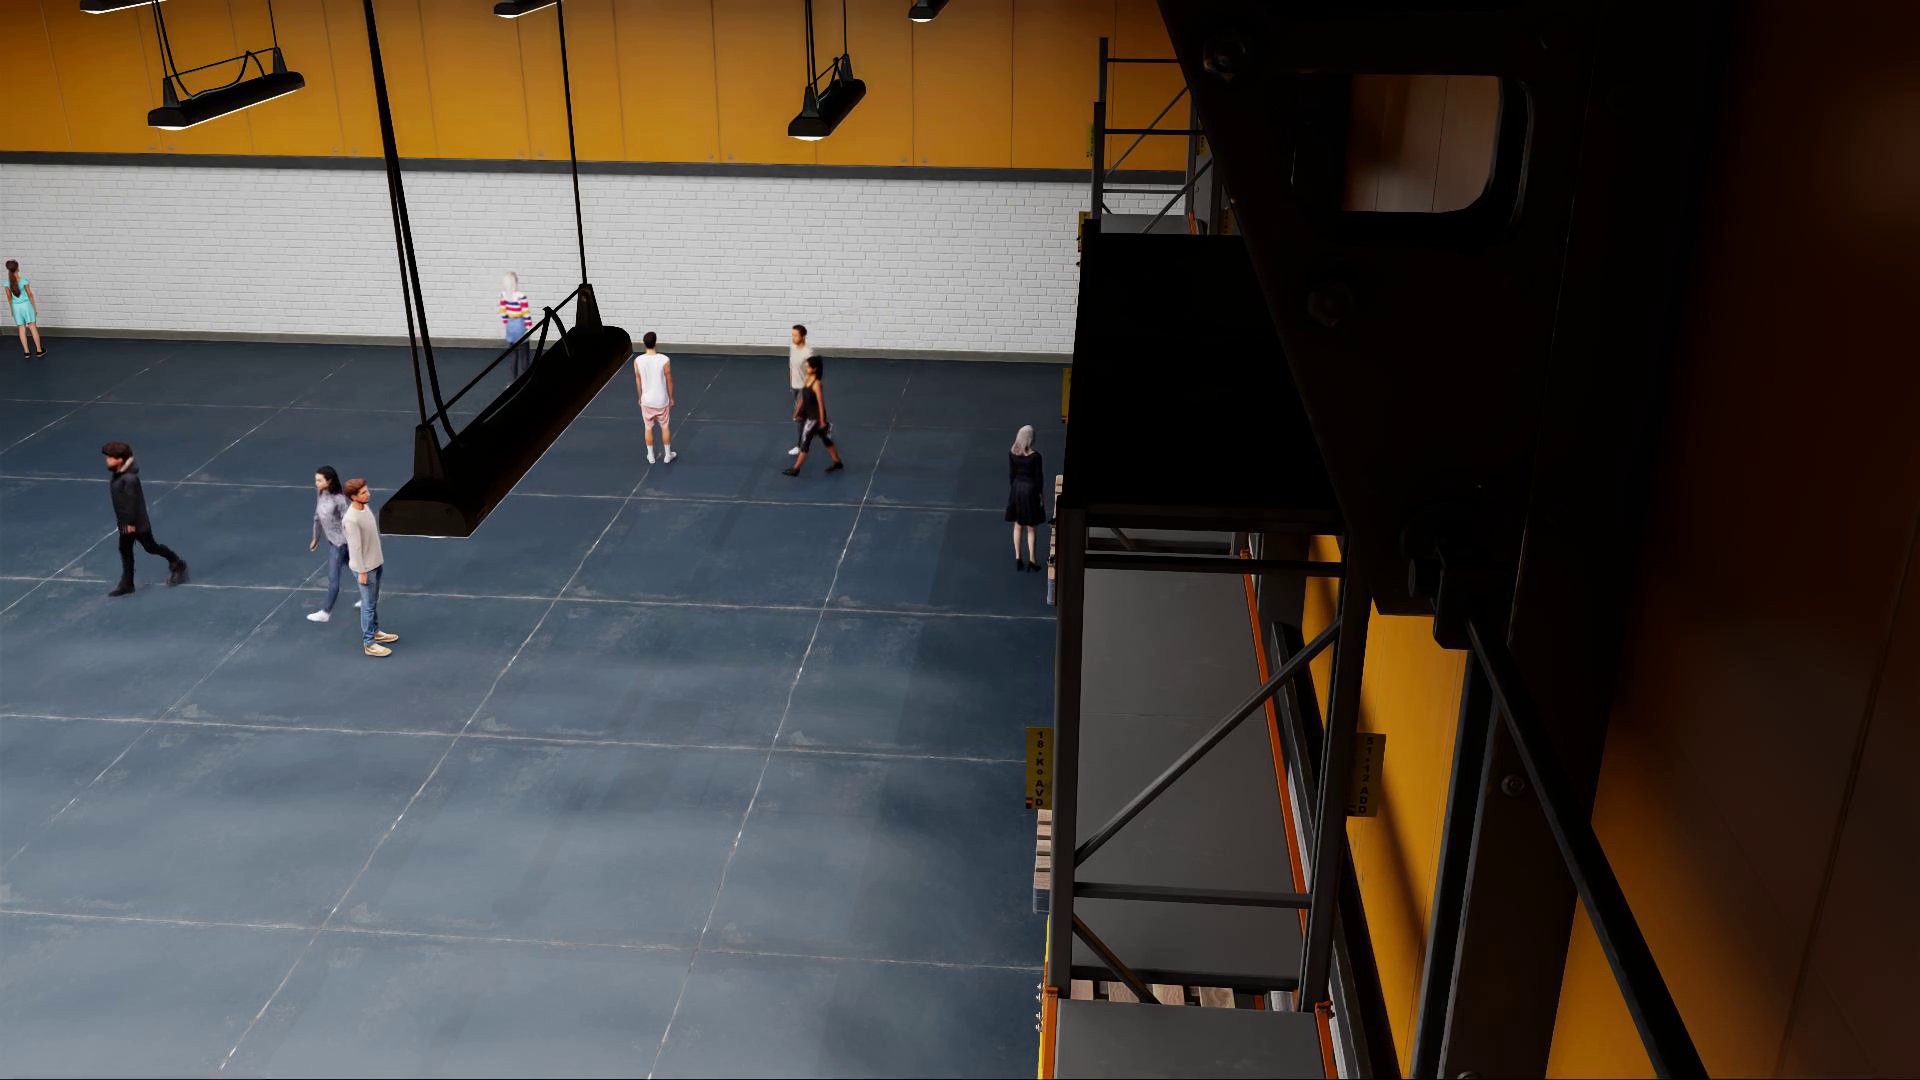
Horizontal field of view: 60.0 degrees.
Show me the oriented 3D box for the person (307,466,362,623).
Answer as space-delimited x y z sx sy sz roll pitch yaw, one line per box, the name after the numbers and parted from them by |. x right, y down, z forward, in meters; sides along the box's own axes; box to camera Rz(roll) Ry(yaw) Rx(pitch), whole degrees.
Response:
-6.606 -0.011 17.921 1.053 1.689 1.190 20 31 38 | person

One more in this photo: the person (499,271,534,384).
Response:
-6.652 -3.152 24.958 0.708 1.808 0.623 10 25 21 | person

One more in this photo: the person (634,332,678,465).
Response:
-4.054 -1.887 22.087 0.659 1.789 0.603 -1 24 -2 | person

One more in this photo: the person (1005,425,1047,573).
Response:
0.753 -0.477 18.916 0.687 1.747 0.702 13 27 28 | person

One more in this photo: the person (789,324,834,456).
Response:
-2.039 -2.059 22.480 1.112 1.790 1.061 -20 30 -37 | person

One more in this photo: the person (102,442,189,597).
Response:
-9.066 -0.258 18.410 1.027 1.750 1.189 18 30 36 | person

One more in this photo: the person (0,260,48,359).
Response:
-14.941 -3.691 26.505 0.619 1.558 0.637 -6 24 -13 | person

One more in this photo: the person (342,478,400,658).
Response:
-6.092 0.252 17.052 0.766 1.903 0.559 -2 24 -4 | person

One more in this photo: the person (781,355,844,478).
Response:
-1.808 -1.604 21.657 0.976 1.617 1.118 -9 25 -19 | person
